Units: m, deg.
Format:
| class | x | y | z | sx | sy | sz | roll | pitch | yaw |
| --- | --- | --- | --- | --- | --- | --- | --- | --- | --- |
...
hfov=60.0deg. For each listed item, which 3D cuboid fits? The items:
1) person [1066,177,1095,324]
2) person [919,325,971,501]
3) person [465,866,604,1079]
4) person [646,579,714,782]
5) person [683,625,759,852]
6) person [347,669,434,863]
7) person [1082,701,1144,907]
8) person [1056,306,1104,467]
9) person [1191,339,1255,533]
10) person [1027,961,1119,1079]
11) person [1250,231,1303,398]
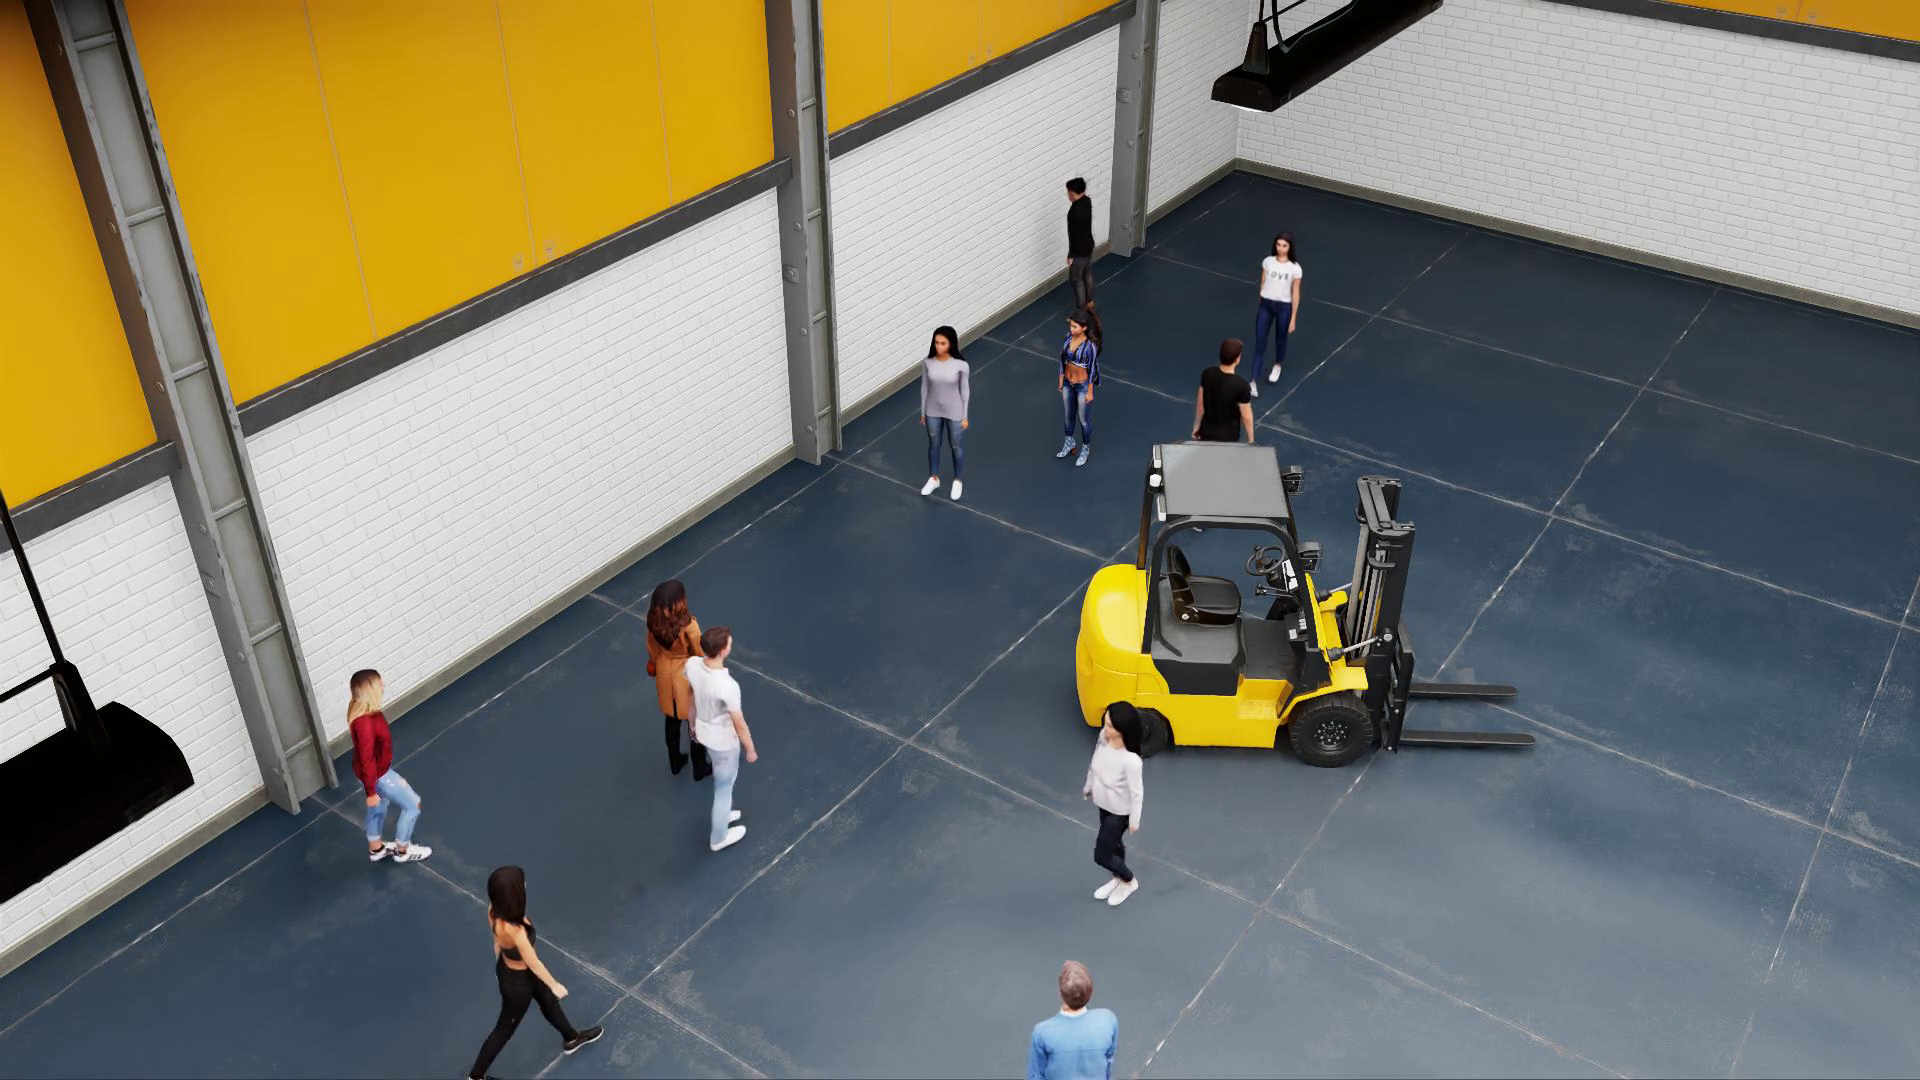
| class | x | y | z | sx | sy | sz | roll | pitch | yaw |
| --- | --- | --- | --- | --- | --- | --- | --- | --- | --- |
| person | 1.378 | -3.271 | 18.448 | 0.900 | 1.693 | 0.601 | 18 | 38 | 25 |
| person | -0.130 | -1.182 | 15.267 | 0.673 | 1.734 | 0.634 | 9 | 35 | 14 |
| person | -2.657 | 2.606 | 9.686 | 1.173 | 1.605 | 0.886 | -17 | 37 | -23 |
| person | -2.015 | 1.000 | 11.998 | 0.736 | 1.720 | 0.650 | 14 | 36 | 20 |
| person | -1.712 | 1.398 | 11.294 | 0.716 | 1.836 | 0.687 | 28 | 42 | 35 |
| person | -4.006 | 1.586 | 11.213 | 0.809 | 1.612 | 0.779 | -16 | 37 | -22 |
| person | 1.106 | 1.720 | 10.938 | 0.767 | 1.694 | 0.734 | -11 | 35 | -16 |
| person | 1.122 | -1.464 | 15.797 | 0.643 | 1.618 | 0.588 | 27 | 42 | 35 |
| person | 2.244 | -0.902 | 14.754 | 0.777 | 1.837 | 1.041 | 27 | 42 | 34 |
| person | 0.610 | 2.994 | 8.921 | 0.863 | 1.804 | 0.923 | -6 | 34 | -9 |
| person | 3.266 | -2.341 | 17.014 | 0.702 | 1.731 | 1.152 | 17 | 37 | 24 |
